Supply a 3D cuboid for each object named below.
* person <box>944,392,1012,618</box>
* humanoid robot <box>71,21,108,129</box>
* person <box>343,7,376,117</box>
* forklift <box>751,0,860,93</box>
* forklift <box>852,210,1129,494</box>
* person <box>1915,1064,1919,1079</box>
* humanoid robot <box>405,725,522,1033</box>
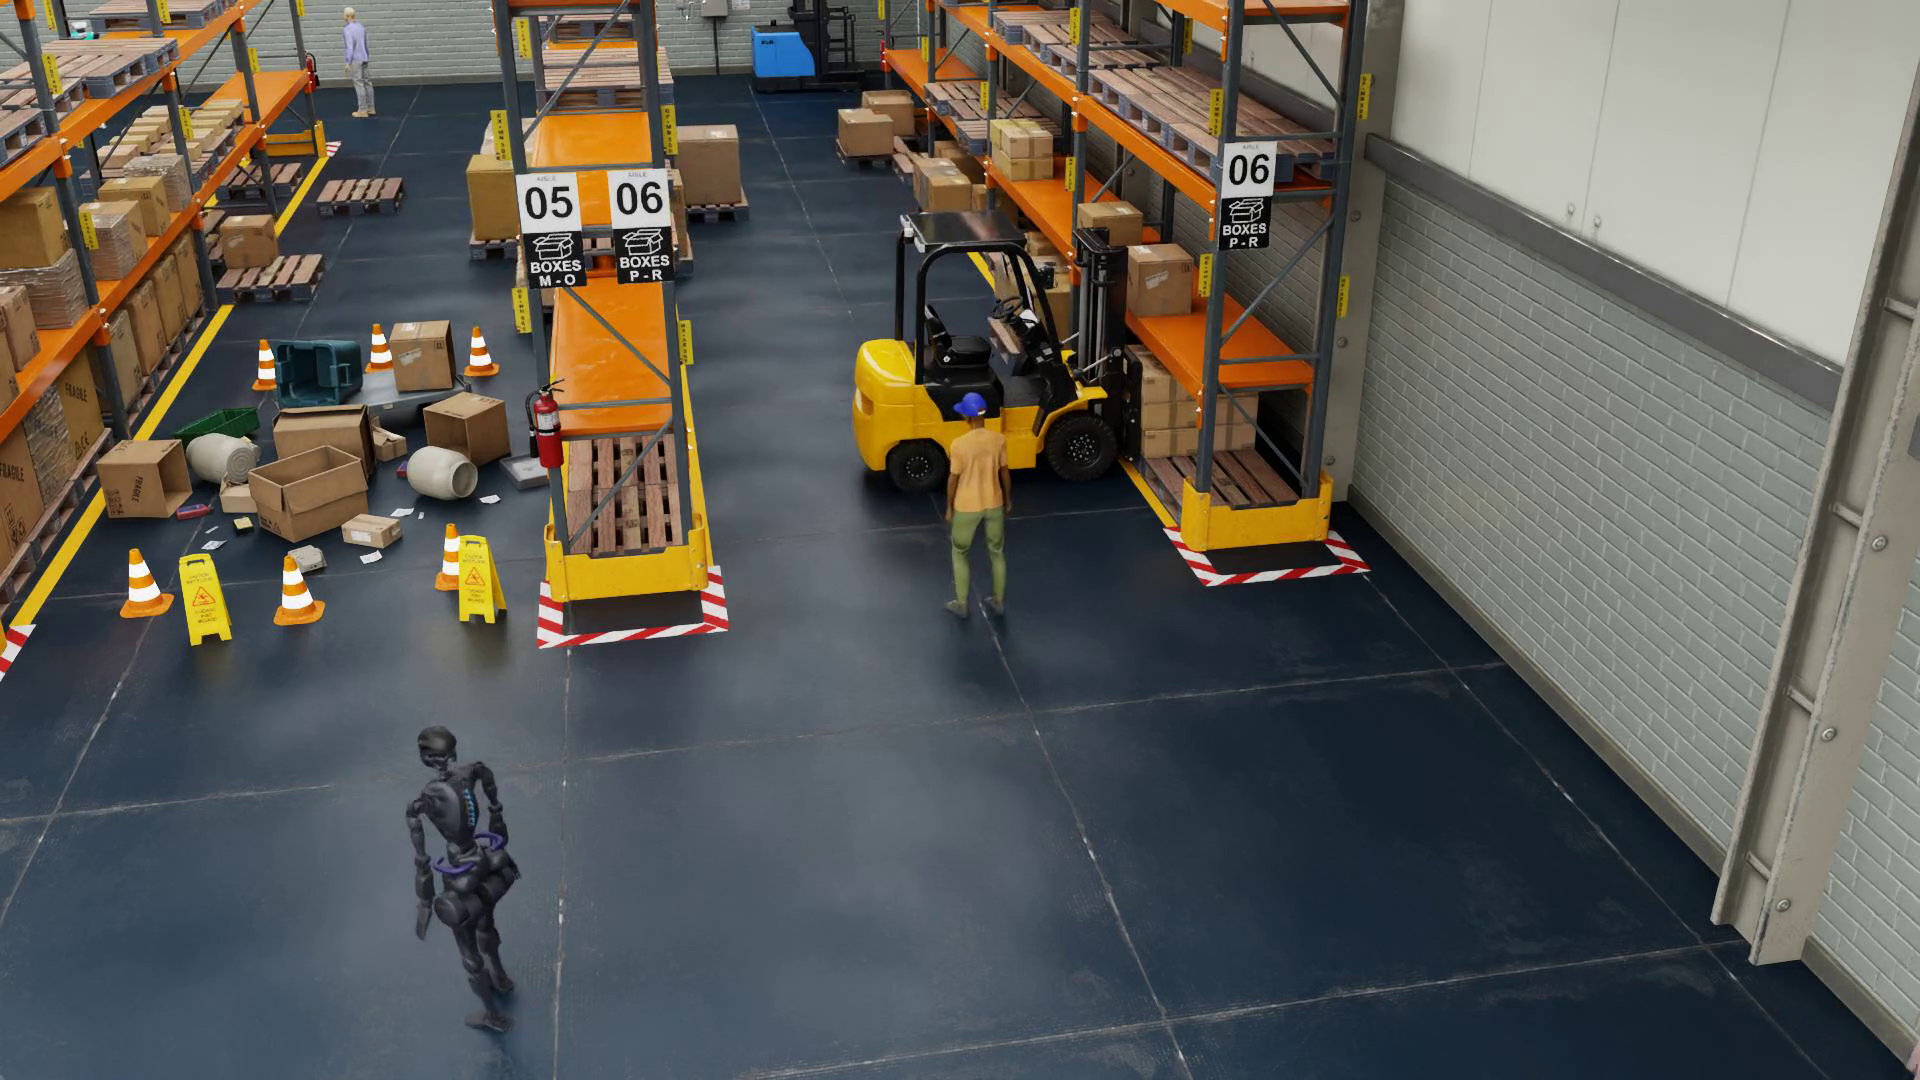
[{"bbox_3d":[0.131,-0.255,11.993,0.536,1.706,0.412,-11,28,-21],"label":"person"},{"bbox_3d":[-14.384,-7.607,27.389,0.544,1.877,0.813,-23,34,-39],"label":"humanoid robot"},{"bbox_3d":[-10.228,-8.122,28.275,0.383,1.798,0.603,7,27,14],"label":"person"},{"bbox_3d":[-2.872,-9.679,30.288,1.873,2.768,1.129,-5,26,-10],"label":"forklift"},{"bbox_3d":[0.216,-1.659,14.366,2.313,2.155,1.214,-5,26,-10],"label":"forklift"},{"bbox_3d":[3.595,2.476,6.081,0.442,1.916,0.627,5,26,10],"label":"person"},{"bbox_3d":[-2.403,1.643,8.090,0.406,1.645,0.615,14,29,26],"label":"humanoid robot"}]
